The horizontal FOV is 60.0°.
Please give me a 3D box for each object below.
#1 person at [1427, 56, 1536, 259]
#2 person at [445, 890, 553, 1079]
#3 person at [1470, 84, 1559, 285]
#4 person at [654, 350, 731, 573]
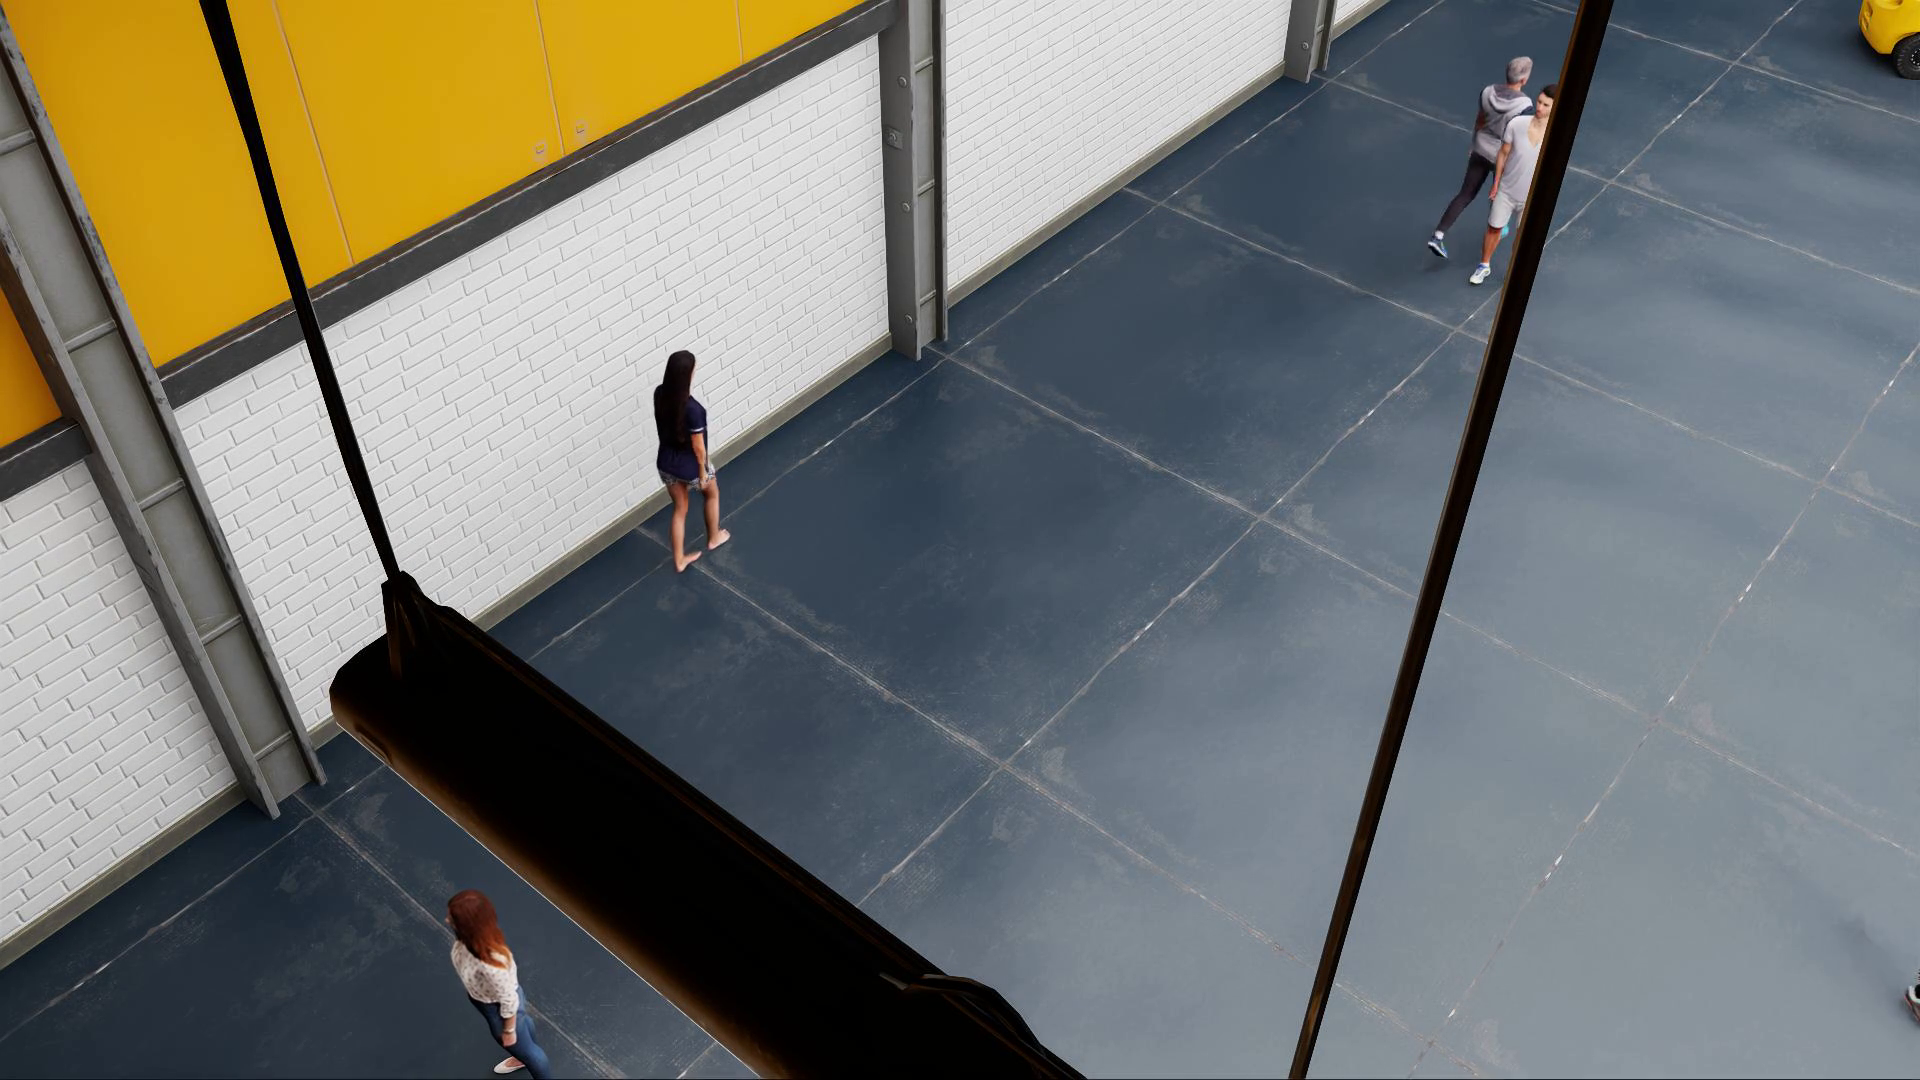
[{"bbox_3d":[4.415,-3.167,14.004,1.242,1.787,0.810,-32,52,-29],"label":"person"},{"bbox_3d":[-2.299,2.288,8.320,0.614,1.728,0.643,-20,47,-20],"label":"person"},{"bbox_3d":[4.643,-2.917,13.693,0.743,1.854,0.695,15,46,16],"label":"person"},{"bbox_3d":[-1.858,-0.495,11.235,0.665,1.738,0.780,22,48,21],"label":"person"}]
